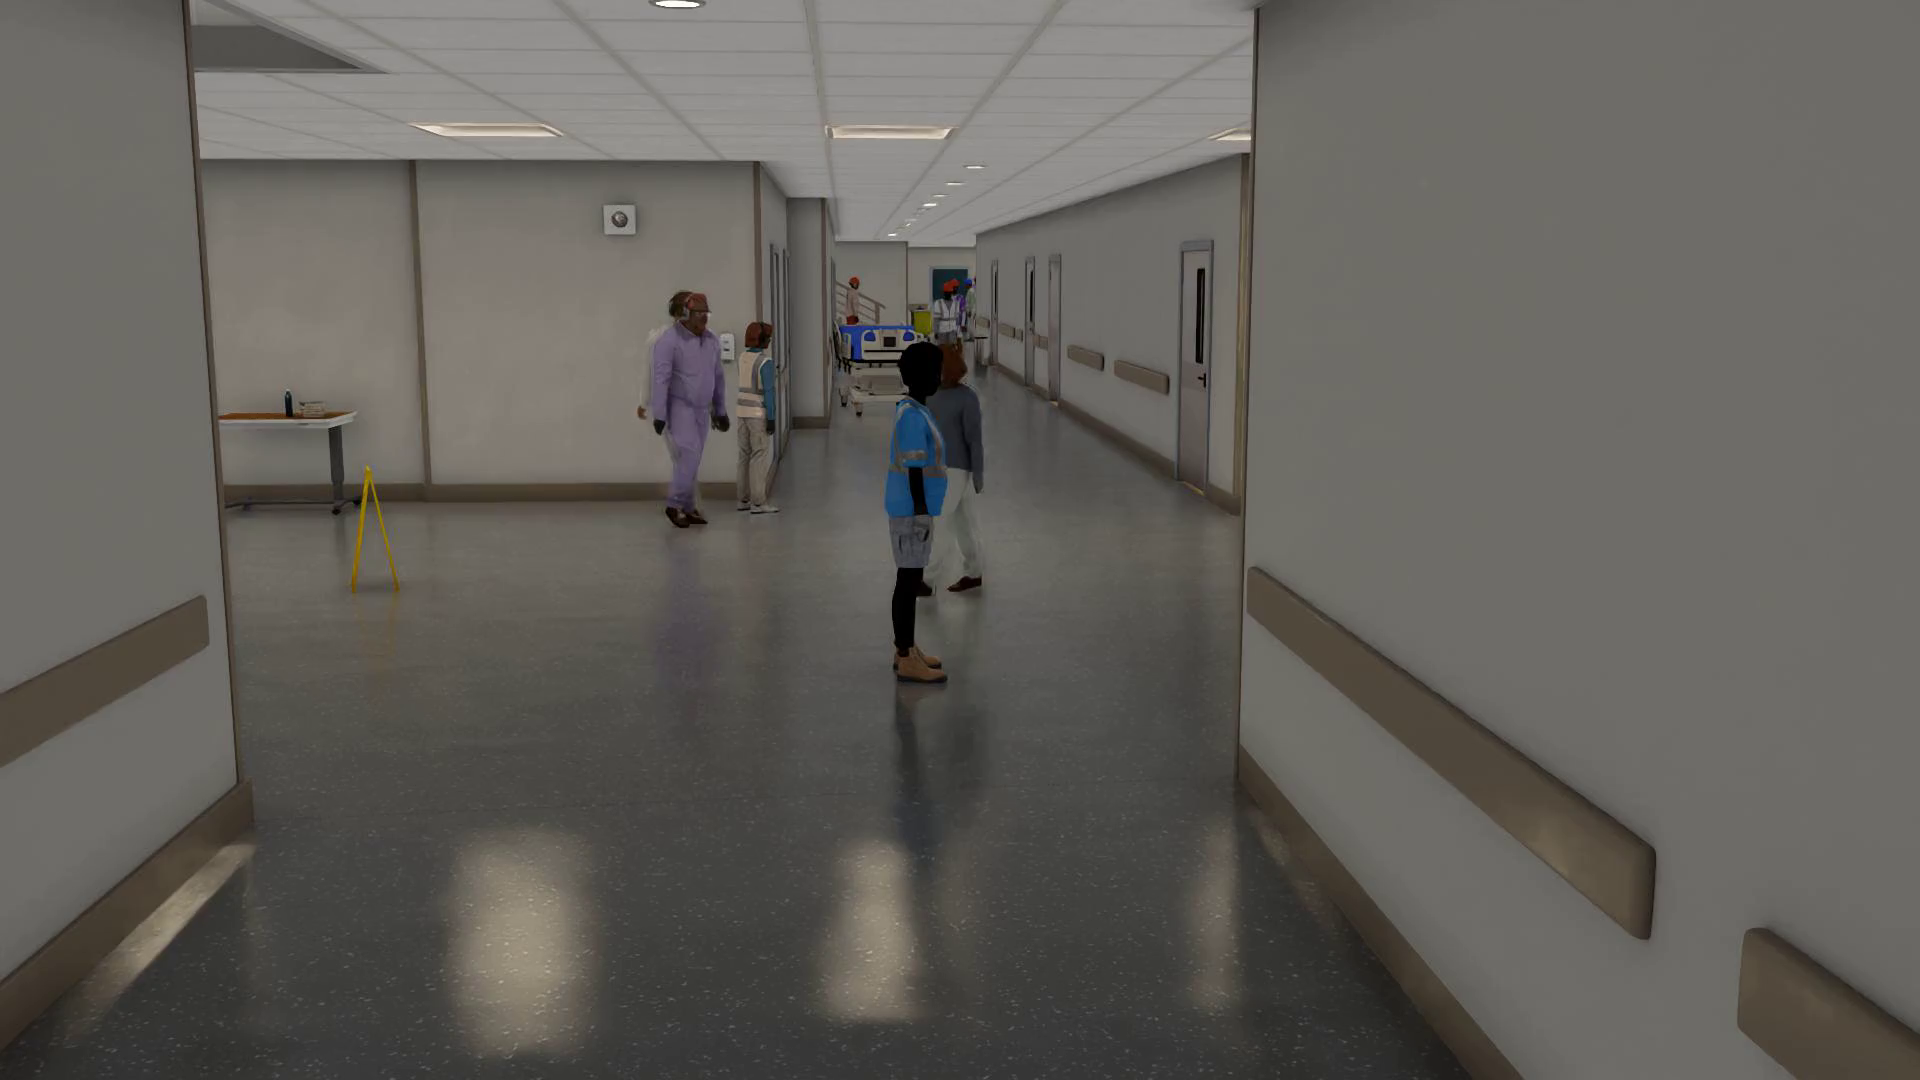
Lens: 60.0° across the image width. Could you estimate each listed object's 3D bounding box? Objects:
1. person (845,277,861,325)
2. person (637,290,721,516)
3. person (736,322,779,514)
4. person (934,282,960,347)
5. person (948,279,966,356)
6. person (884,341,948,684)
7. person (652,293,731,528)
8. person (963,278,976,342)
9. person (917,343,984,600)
[{"bbox_3d":[-2.771,-5.842,43.252,0.430,1.982,0.628,-4,10,-21],"label":"person"},{"bbox_3d":[-2.321,-1.104,13.798,0.657,1.913,0.844,-5,10,-30],"label":"person"},{"bbox_3d":[-1.735,-1.039,14.170,0.319,1.628,0.508,-7,12,-38],"label":"person"},{"bbox_3d":[-0.293,-4.274,33.666,0.556,1.902,0.946,-3,10,-18],"label":"person"},{"bbox_3d":[-0.138,-4.815,36.894,0.545,1.942,0.349,4,10,25],"label":"person"},{"bbox_3d":[-0.219,-0.143,8.331,0.322,1.697,0.531,0,9,-2],"label":"person"},{"bbox_3d":[-2.175,-1.032,13.360,0.495,1.881,0.653,5,11,31],"label":"person"},{"bbox_3d":[0.303,-6.976,50.482,0.419,1.946,0.626,0,9,-3],"label":"person"},{"bbox_3d":[-0.138,-0.423,10.419,0.825,1.597,0.520,-7,11,-36],"label":"person"}]
